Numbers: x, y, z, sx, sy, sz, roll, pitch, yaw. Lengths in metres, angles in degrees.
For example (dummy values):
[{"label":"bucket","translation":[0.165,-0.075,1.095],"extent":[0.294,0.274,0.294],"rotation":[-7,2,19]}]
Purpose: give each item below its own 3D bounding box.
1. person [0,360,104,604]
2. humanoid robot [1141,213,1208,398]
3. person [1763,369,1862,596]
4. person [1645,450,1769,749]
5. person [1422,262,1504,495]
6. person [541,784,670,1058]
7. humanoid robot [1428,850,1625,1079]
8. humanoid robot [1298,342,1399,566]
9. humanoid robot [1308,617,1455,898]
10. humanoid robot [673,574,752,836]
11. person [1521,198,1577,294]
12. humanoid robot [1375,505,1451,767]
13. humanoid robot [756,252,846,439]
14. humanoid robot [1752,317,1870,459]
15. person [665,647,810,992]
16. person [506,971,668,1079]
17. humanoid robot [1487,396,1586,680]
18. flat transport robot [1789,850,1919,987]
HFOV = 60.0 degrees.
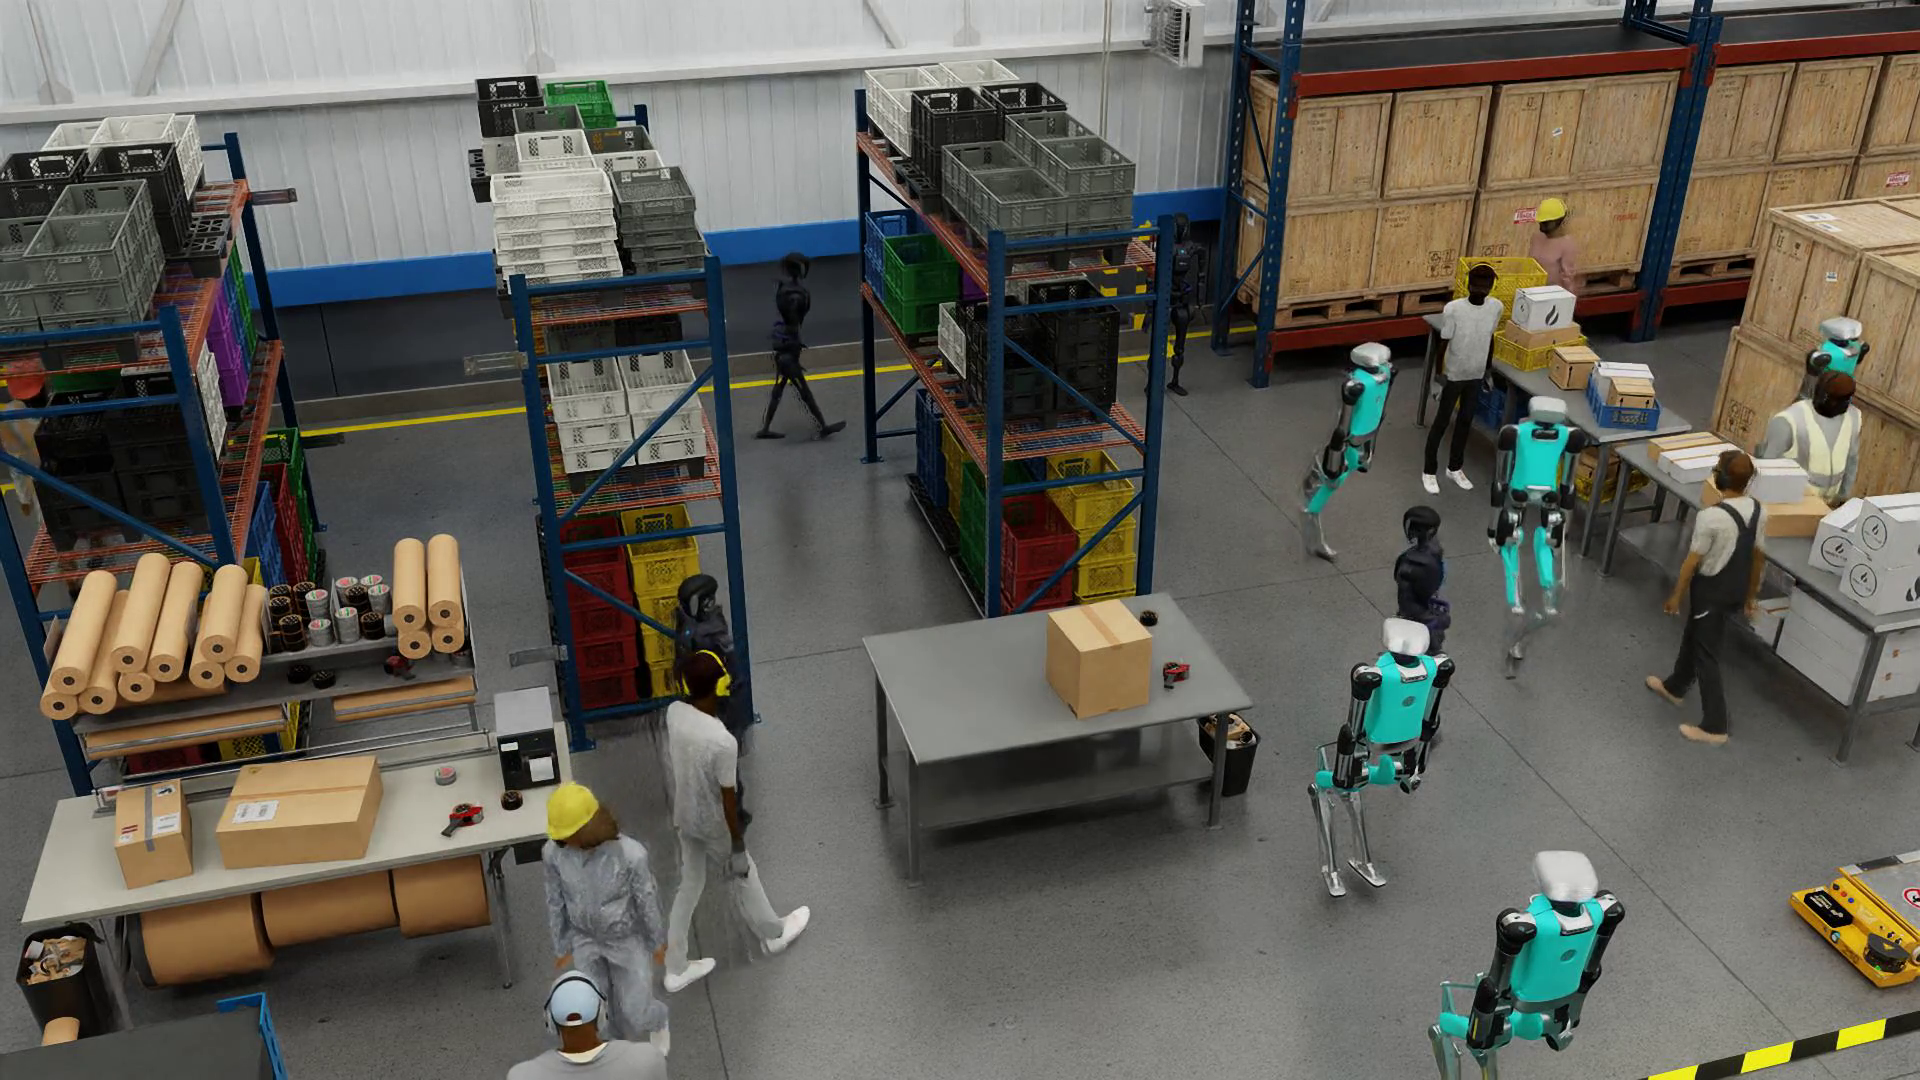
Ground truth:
[{"label":"person","translation":[-6.060,-0.402,11.197],"extent":[0.549,1.902,0.708],"rotation":[-15,32,-25]},{"label":"humanoid robot","translation":[1.852,-2.023,14.368],"extent":[0.599,1.654,0.315],"rotation":[-8,30,-14]},{"label":"person","translation":[5.662,-0.359,11.238],"extent":[0.626,1.795,0.965],"rotation":[-7,30,-13]},{"label":"person","translation":[4.554,0.346,9.961],"extent":[0.523,1.805,0.747],"rotation":[-14,32,-23]},{"label":"person","translation":[3.874,-1.243,12.768],"extent":[0.513,1.862,0.323],"rotation":[-7,30,-12]},{"label":"person","translation":[-1.568,1.771,7.430],"extent":[0.523,1.716,0.447],"rotation":[5,29,9]},{"label":"humanoid robot","translation":[2.298,1.897,7.050],"extent":[0.533,1.673,0.735],"rotation":[-8,30,-14]},{"label":"humanoid robot","translation":[2.611,-0.575,11.778],"extent":[0.551,1.872,0.772],"rotation":[-25,37,-37]},{"label":"humanoid robot","translation":[2.086,1.047,8.594],"extent":[0.533,1.675,0.735],"rotation":[-8,30,-14]},{"label":"humanoid robot","translation":[-1.325,0.874,9.115],"extent":[0.414,1.648,0.601],"rotation":[-24,37,-36]},{"label":"person","translation":[5.044,-2.109,14.457],"extent":[0.452,1.743,0.539],"rotation":[-12,31,-20]},{"label":"humanoid robot","translation":[2.675,0.558,9.682],"extent":[0.387,1.628,0.596],"rotation":[19,34,31]},{"label":"humanoid robot","translation":[-1.350,-1.576,13.610],"extent":[0.782,1.621,0.587],"rotation":[-4,29,-7]},{"label":"humanoid robot","translation":[6.076,-0.840,12.193],"extent":[0.541,1.797,0.835],"rotation":[-14,32,-24]},{"label":"person","translation":[-1.161,1.346,8.101],"extent":[0.616,1.818,0.876],"rotation":[25,38,38]},{"label":"person","translation":[-1.347,2.344,6.258],"extent":[0.587,1.848,0.395],"rotation":[-7,30,-13]},{"label":"humanoid robot","translation":[3.647,0.084,10.577],"extent":[0.536,1.880,0.808],"rotation":[2,29,4]},{"label":"flat transport robot","translation":[5.163,1.916,8.676],"extent":[1.431,0.231,0.659],"rotation":[-8,30,-14]}]
